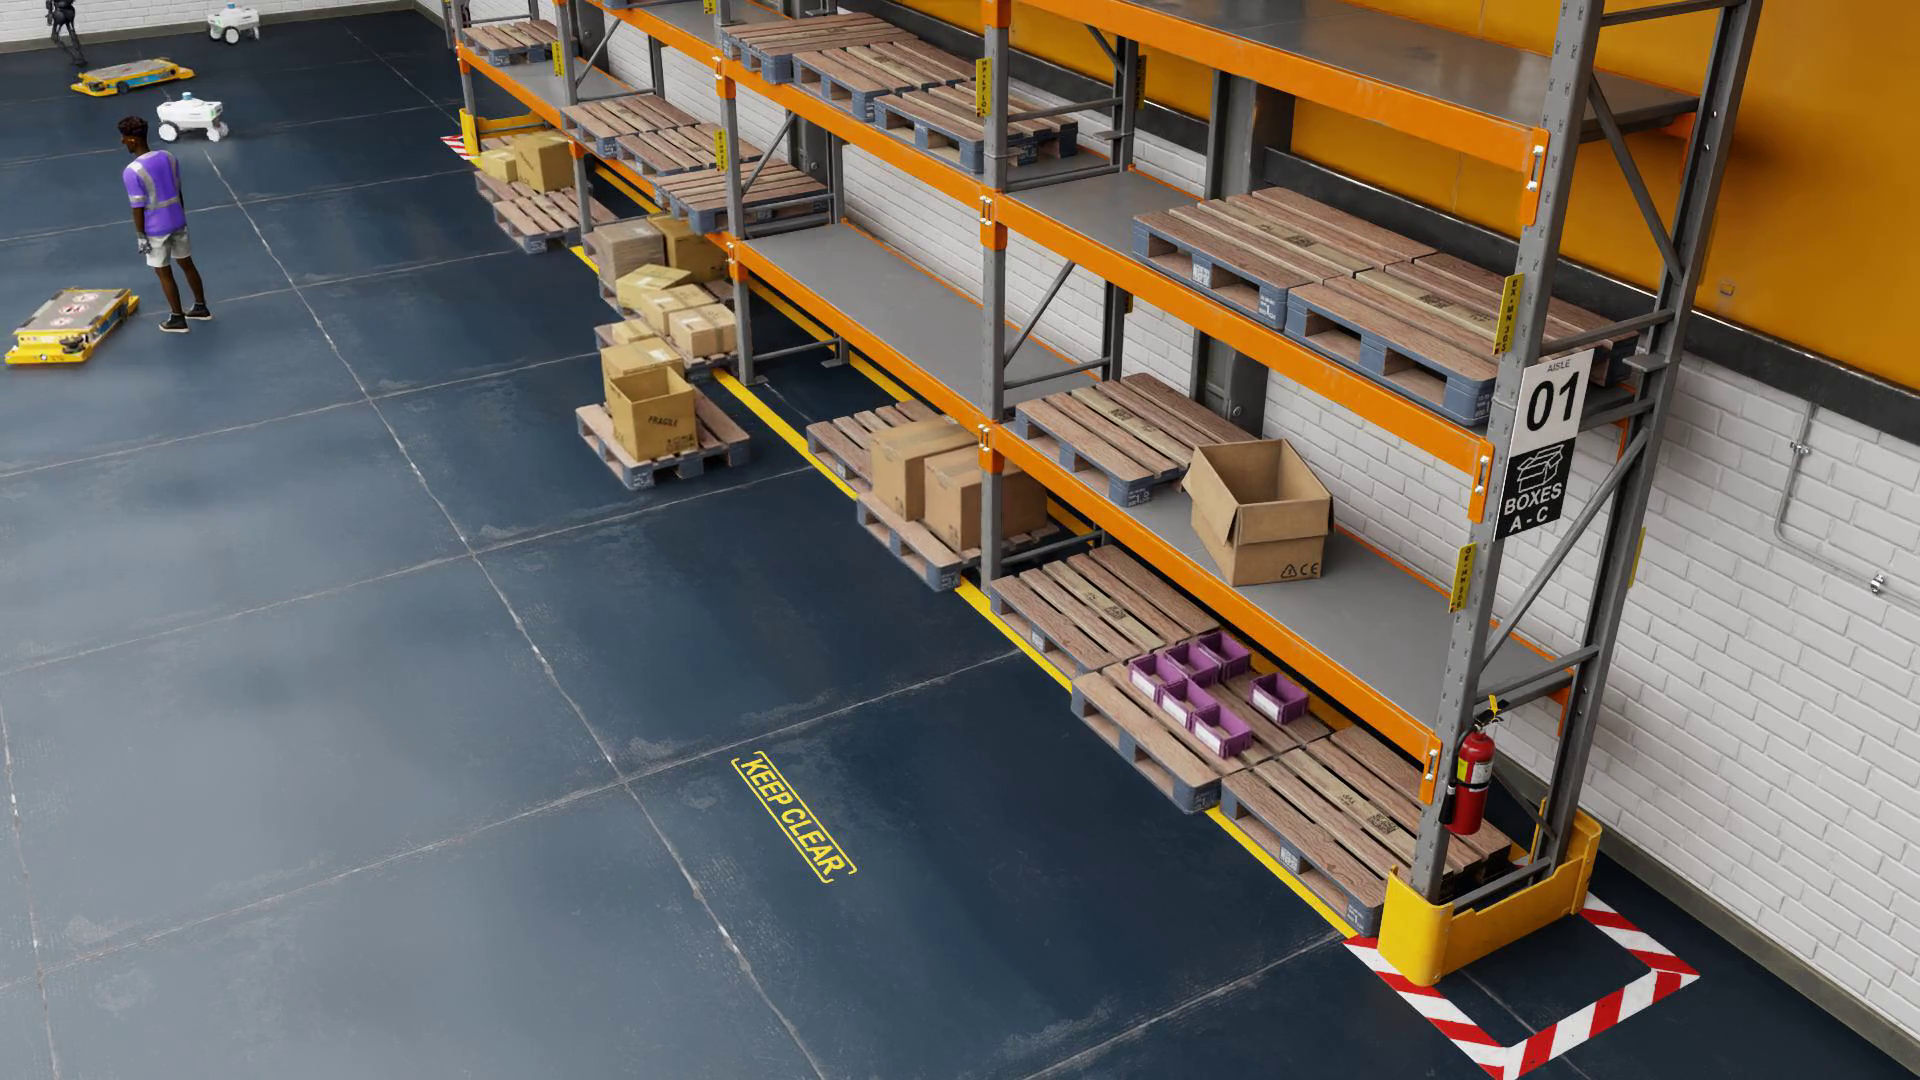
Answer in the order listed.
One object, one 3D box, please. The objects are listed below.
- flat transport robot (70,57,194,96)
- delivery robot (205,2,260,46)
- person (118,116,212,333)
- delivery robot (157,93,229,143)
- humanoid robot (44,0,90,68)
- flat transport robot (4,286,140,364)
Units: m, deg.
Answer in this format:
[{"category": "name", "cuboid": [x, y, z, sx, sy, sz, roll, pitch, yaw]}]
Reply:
[{"category": "flat transport robot", "cuboid": [-11.387, -6.370, 22.877, 0.659, 0.231, 1.431, 20, 35, 32]}, {"category": "delivery robot", "cuboid": [-10.977, -7.787, 25.107, 0.520, 0.612, 0.783, 20, 35, 31]}, {"category": "person", "cuboid": [-7.160, -2.826, 14.913, 0.365, 1.958, 0.607, 10, 31, 17]}, {"category": "delivery robot", "cuboid": [-9.522, -5.217, 20.565, 0.796, 0.606, 0.499, -1, 30, -1]}, {"category": "humanoid robot", "cuboid": [-12.703, -7.522, 23.478, 0.362, 1.644, 0.584, -1, 30, -2]}, {"category": "flat transport robot", "cuboid": [-8.043, -1.963, 15.098, 0.659, 0.231, 1.431, -2, 30, -4]}]
